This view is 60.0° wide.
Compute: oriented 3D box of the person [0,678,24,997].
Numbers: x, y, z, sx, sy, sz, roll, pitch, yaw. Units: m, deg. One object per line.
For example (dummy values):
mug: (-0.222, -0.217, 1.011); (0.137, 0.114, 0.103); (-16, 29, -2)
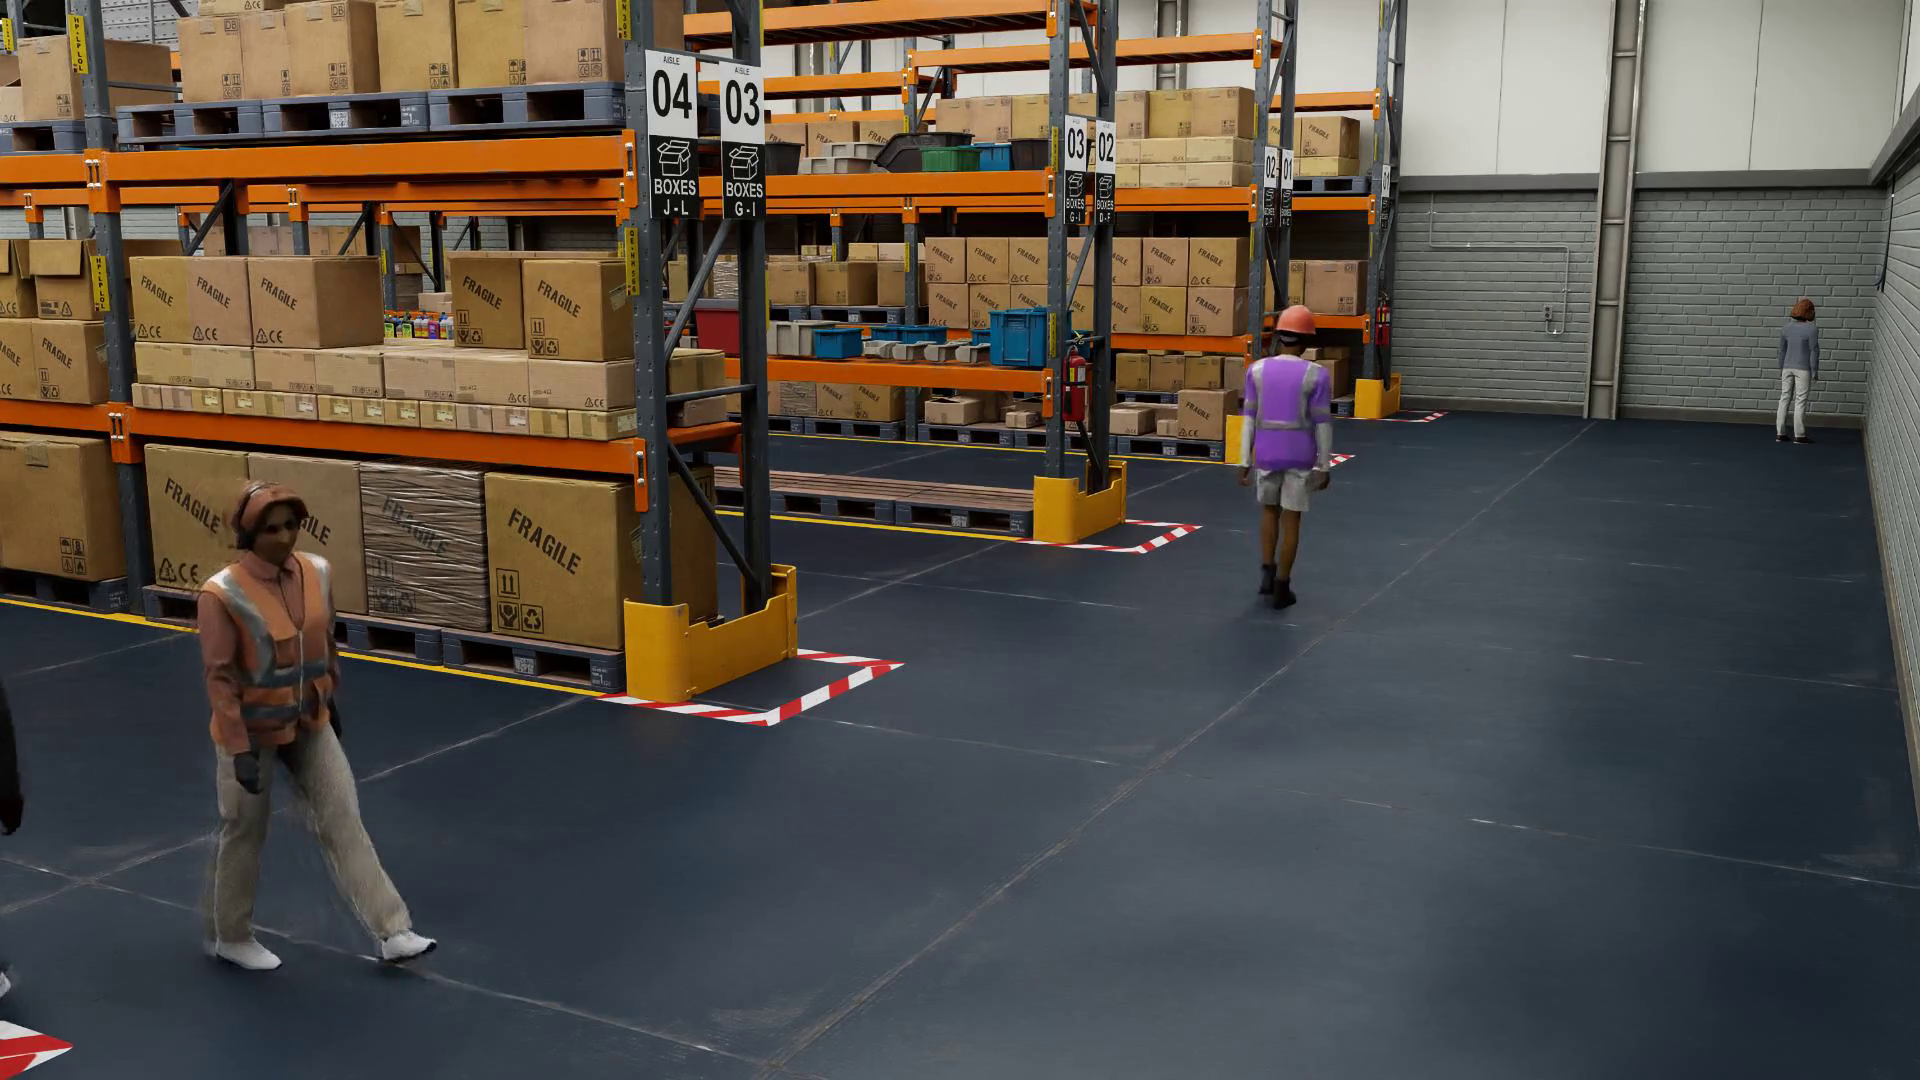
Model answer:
person: (-2.870, 0.621, 4.515); (0.636, 1.873, 0.957); (0, 10, -1)

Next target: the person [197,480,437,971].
person: (-2.052, 0.615, 5.191); (0.824, 1.596, 0.543); (5, 12, 27)

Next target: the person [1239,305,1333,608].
person: (2.096, -0.532, 10.589); (0.573, 1.911, 0.560); (5, 12, 27)

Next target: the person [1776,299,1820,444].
person: (9.514, -1.911, 18.875); (0.280, 1.634, 0.498); (-5, 11, -25)
